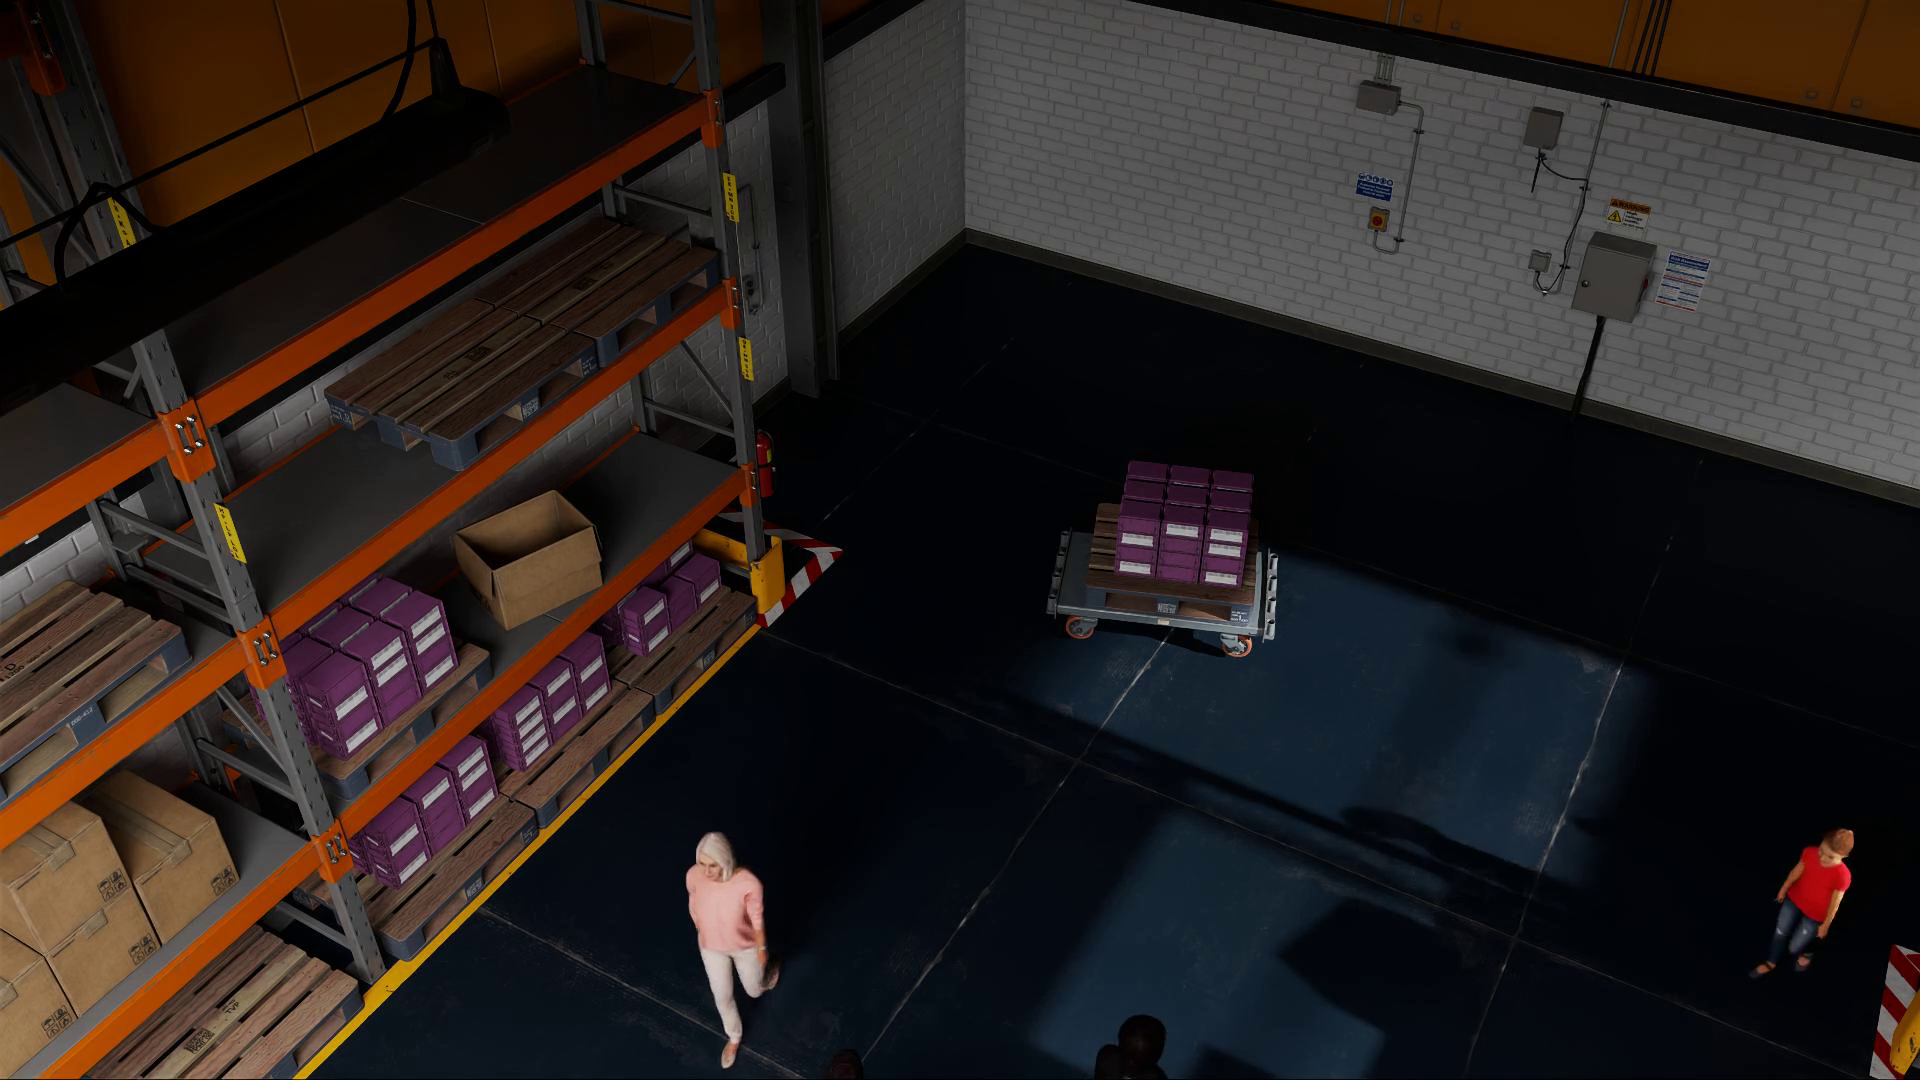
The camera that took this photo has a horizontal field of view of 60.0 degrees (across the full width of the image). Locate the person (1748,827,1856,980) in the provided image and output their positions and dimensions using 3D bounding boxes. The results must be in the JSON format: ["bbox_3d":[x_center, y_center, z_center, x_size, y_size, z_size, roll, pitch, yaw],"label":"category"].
[{"bbox_3d":[4.941,2.096,9.597,0.727,1.297,0.652,-15,41,-18],"label":"person"}]

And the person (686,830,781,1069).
[{"bbox_3d":[-1.235,2.148,9.198,0.767,1.713,0.980,8,39,10],"label":"person"}]

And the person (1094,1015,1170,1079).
[{"bbox_3d":[0.796,2.943,8.240,0.625,1.666,0.843,23,44,26],"label":"person"}]
